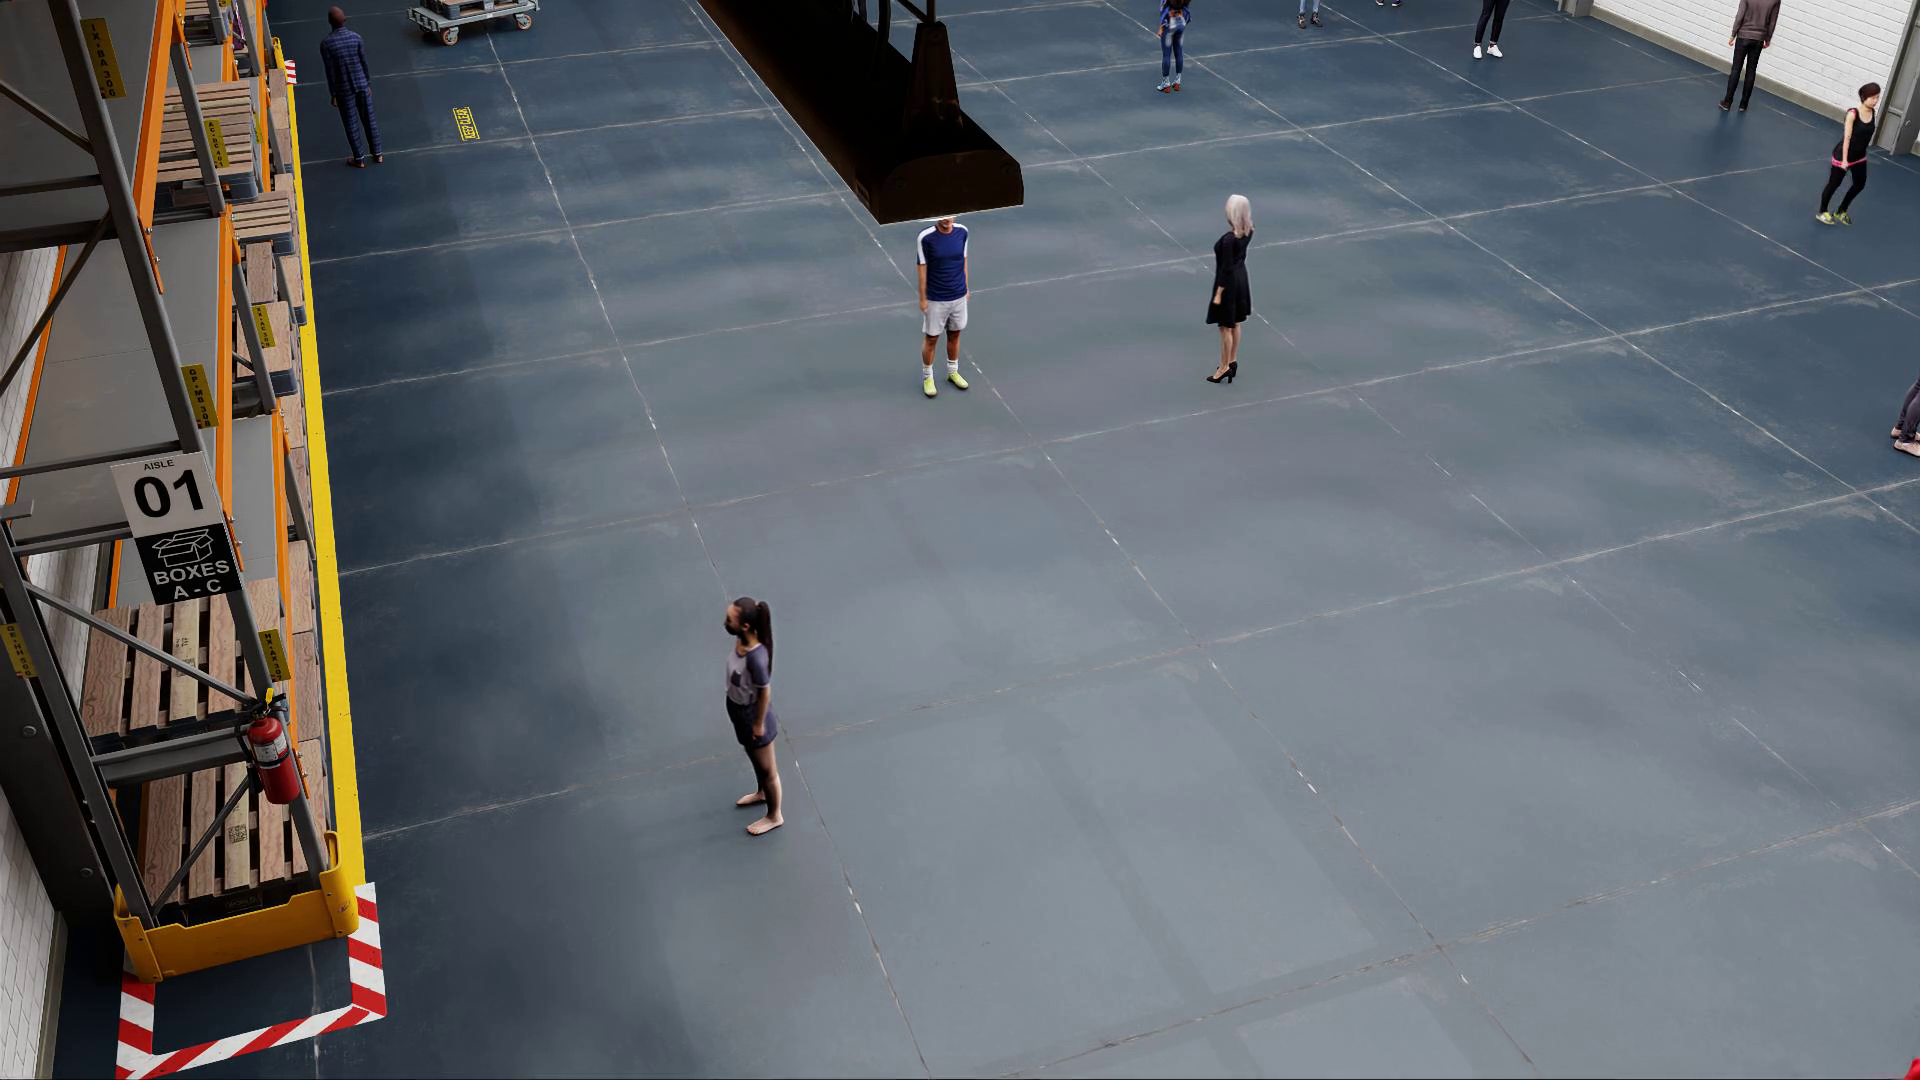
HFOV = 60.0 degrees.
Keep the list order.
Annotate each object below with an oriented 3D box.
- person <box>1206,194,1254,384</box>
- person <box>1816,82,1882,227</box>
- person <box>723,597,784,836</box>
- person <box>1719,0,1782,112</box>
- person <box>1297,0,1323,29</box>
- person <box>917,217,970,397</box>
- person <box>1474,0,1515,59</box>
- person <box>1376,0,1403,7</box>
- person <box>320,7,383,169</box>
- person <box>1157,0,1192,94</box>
[{"bbox_3d":[2.366,-2.206,14.613,0.744,1.746,0.705,20,38,27],"label":"person"},{"bbox_3d":[9.406,-4.119,17.680,0.551,1.537,0.576,-9,35,-13],"label":"person"},{"bbox_3d":[-1.210,1.020,9.847,0.646,1.650,0.436,-11,35,-16],"label":"person"},{"bbox_3d":[9.813,-6.224,20.637,0.721,1.768,0.716,1,34,2],"label":"person"},{"bbox_3d":[5.077,-8.186,23.634,0.594,1.719,0.530,-9,35,-14],"label":"person"},{"bbox_3d":[-0.137,-2.147,14.442,0.663,1.838,0.585,-16,37,-23],"label":"person"},{"bbox_3d":[7.256,-7.454,22.444,0.765,1.817,0.651,-5,34,-8],"label":"person"},{"bbox_3d":[6.419,-8.796,24.504,0.687,1.773,0.709,10,35,14],"label":"person"},{"bbox_3d":[-6.967,-5.190,19.036,0.742,1.820,0.731,-26,41,-33],"label":"person"},{"bbox_3d":[2.730,-6.556,21.274,0.626,1.616,0.577,-16,37,-22],"label":"person"}]
